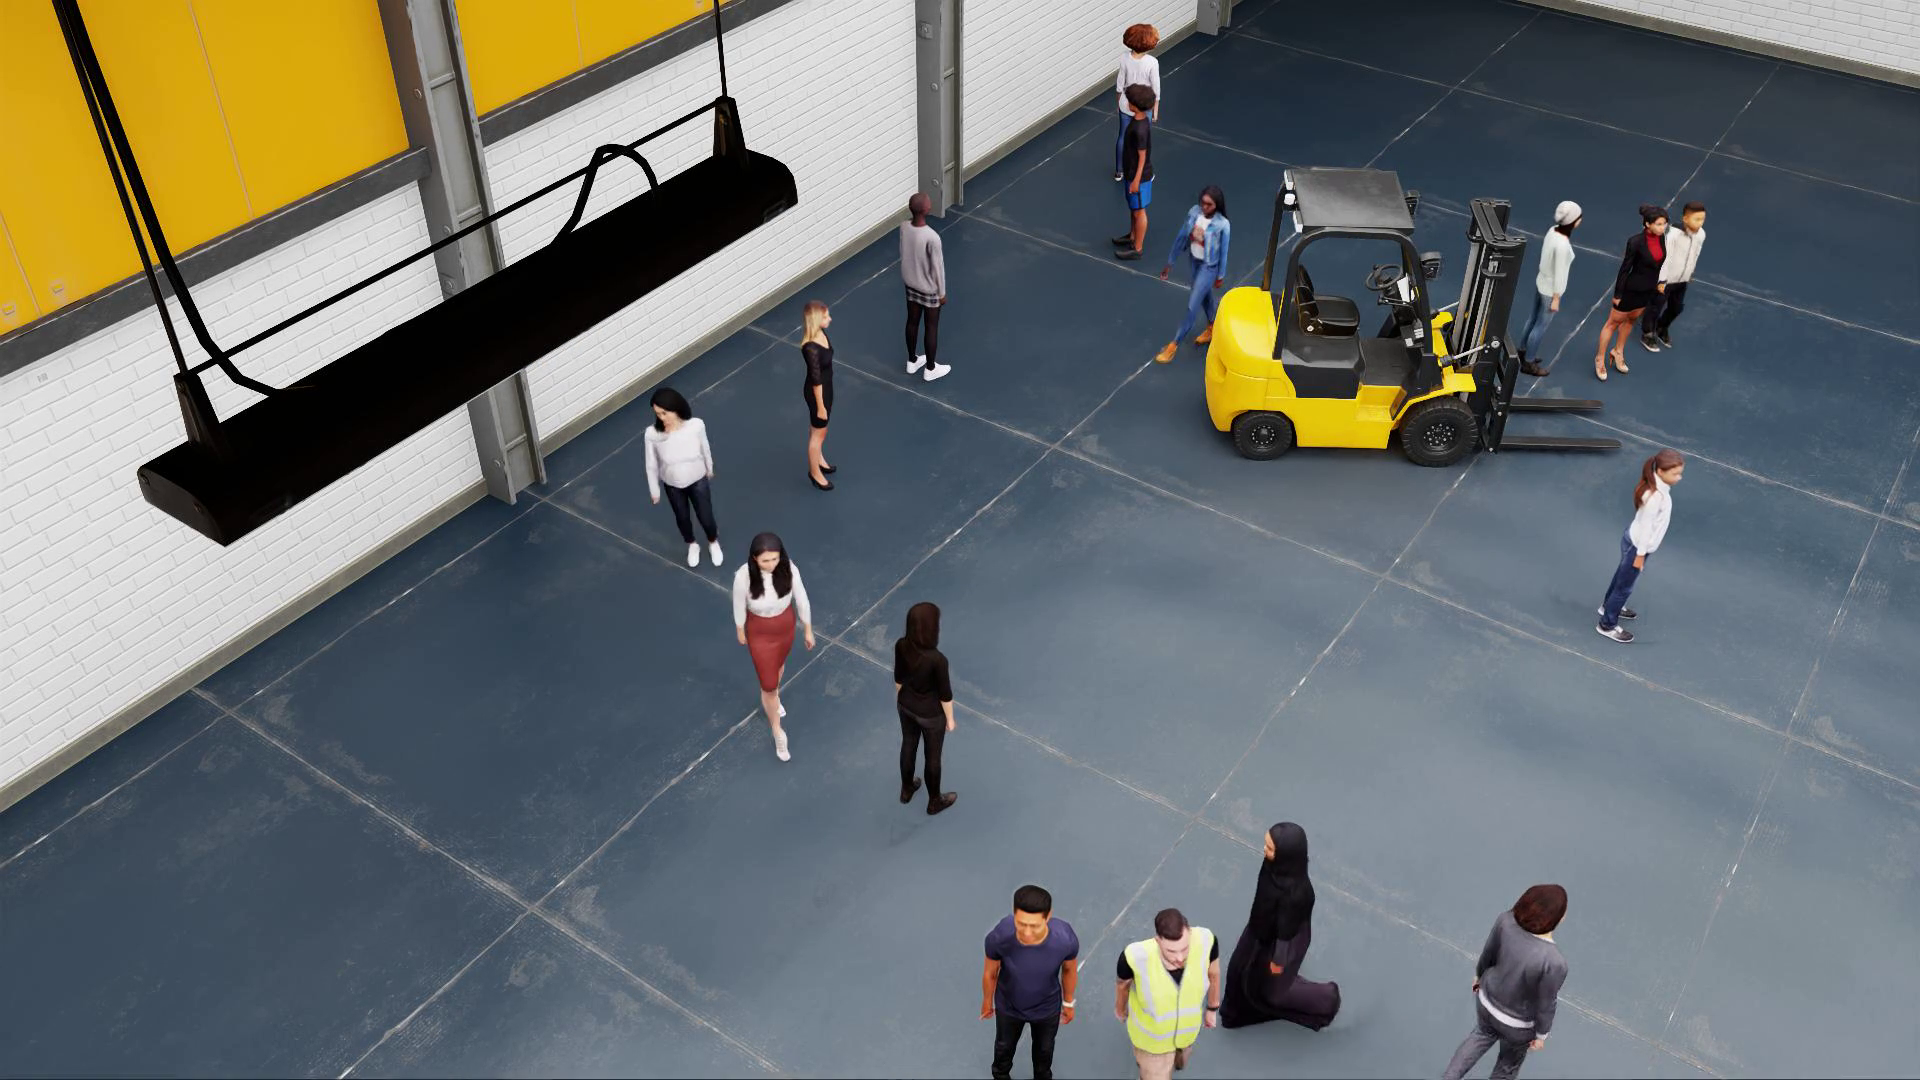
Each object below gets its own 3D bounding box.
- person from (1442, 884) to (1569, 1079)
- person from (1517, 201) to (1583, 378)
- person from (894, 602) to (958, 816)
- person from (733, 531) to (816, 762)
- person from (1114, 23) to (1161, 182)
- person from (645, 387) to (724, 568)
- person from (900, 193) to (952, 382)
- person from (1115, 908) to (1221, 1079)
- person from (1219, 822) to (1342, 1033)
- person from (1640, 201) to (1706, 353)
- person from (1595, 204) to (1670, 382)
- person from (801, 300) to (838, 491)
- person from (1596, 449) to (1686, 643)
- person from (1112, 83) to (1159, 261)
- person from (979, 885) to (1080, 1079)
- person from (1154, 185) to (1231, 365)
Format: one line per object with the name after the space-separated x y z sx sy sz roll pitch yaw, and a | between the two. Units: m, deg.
2.789 2.457 8.632 0.878 1.751 0.780 -19 42 -22 | person
5.168 -2.221 14.574 0.702 1.644 0.591 2 39 2 | person
-0.241 1.061 10.468 0.575 1.641 0.495 23 44 26 | person
-1.272 0.575 11.013 0.943 1.720 0.959 -17 42 -20 | person
1.851 -4.593 17.492 0.663 1.711 0.613 19 42 23 | person
-2.033 -0.483 12.383 0.762 1.664 0.824 -15 41 -18 | person
-0.333 -2.209 14.458 0.625 1.772 0.555 28 46 30 | person
1.042 2.432 8.611 1.168 1.816 1.167 -11 40 -13 | person
1.821 2.148 9.139 0.989 1.601 0.942 -7 39 -8 | person
6.363 -2.402 14.961 0.644 1.444 0.728 -10 40 -12 | person
5.868 -2.158 14.500 0.672 1.639 0.737 -17 42 -21 | person
-1.123 -1.166 13.229 0.685 1.675 0.580 1 39 2 | person
4.845 0.008 11.855 0.624 1.556 0.495 16 41 20 | person
1.733 -3.585 16.163 0.754 1.794 0.666 1 39 1 | person
0.364 2.389 8.686 0.723 1.790 0.720 2 39 2 | person
2.236 -2.415 14.797 1.186 1.671 0.882 -22 43 -25 | person
